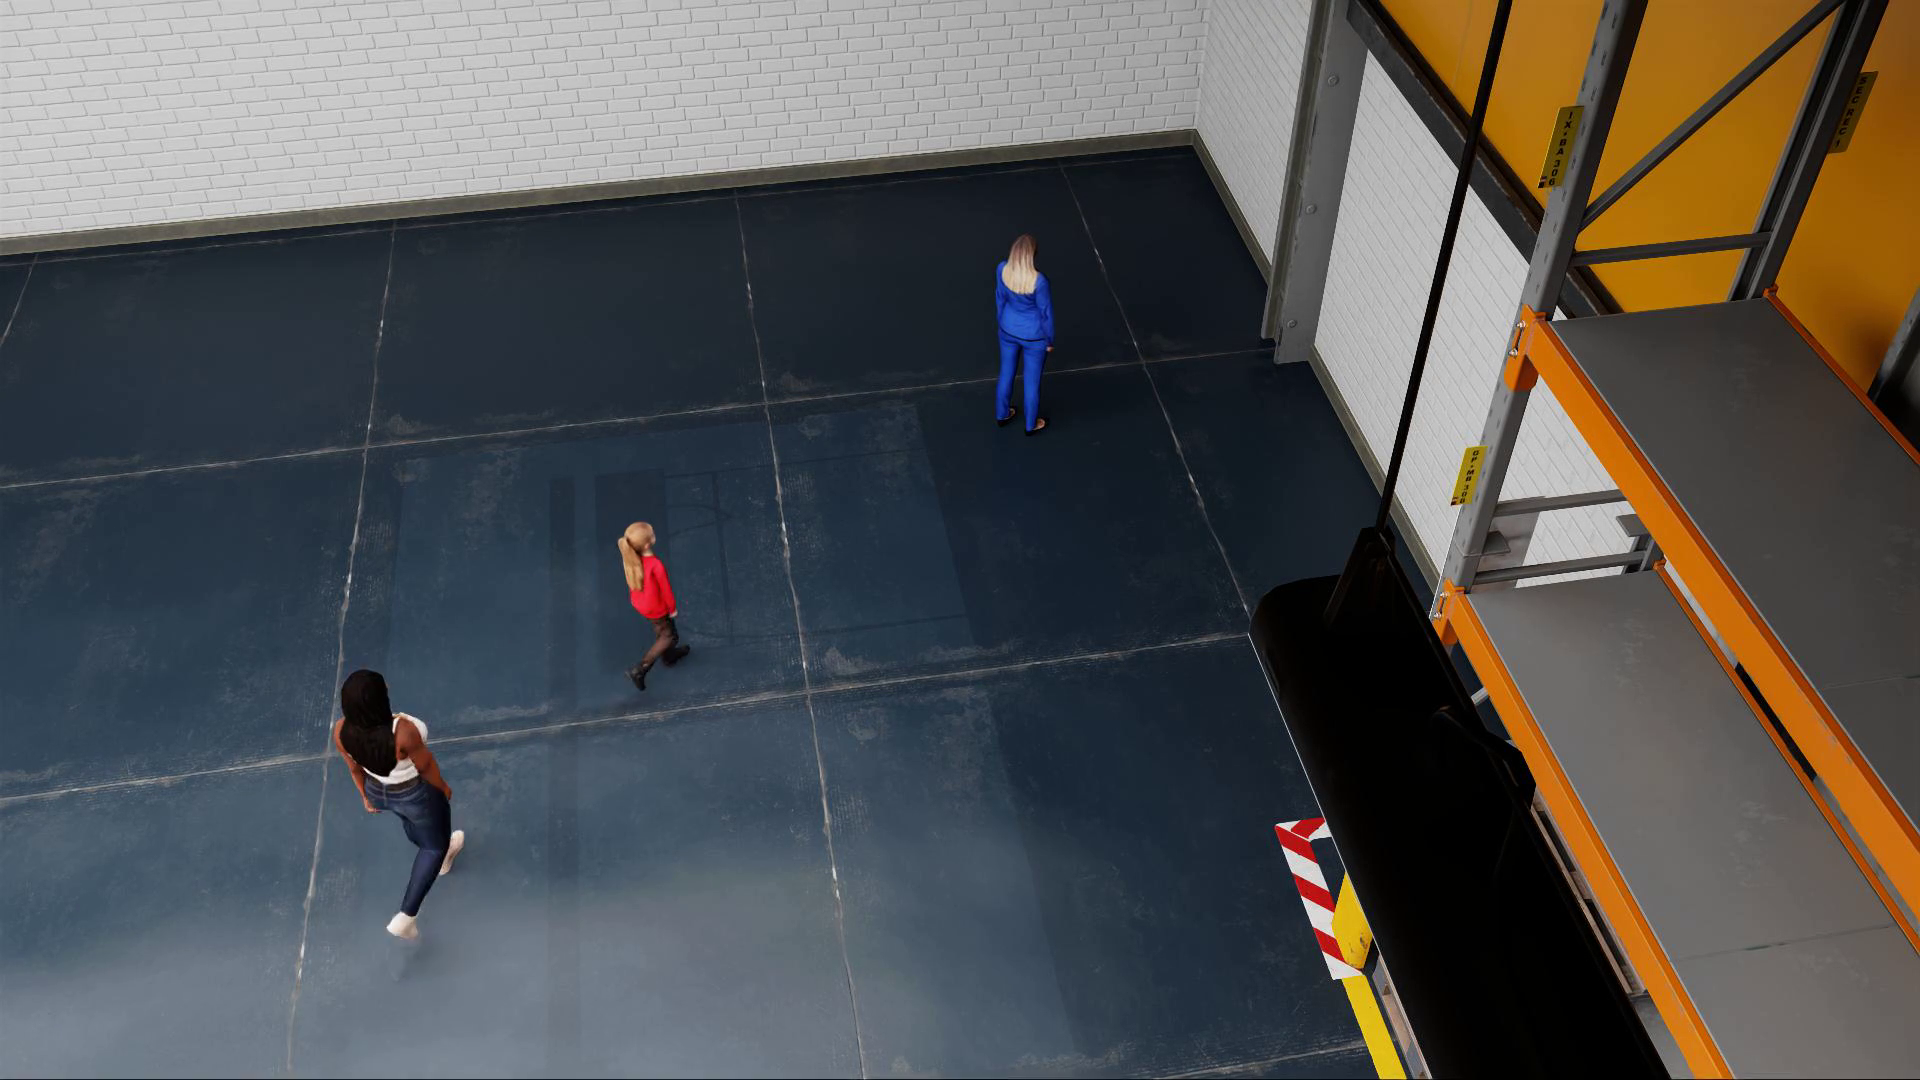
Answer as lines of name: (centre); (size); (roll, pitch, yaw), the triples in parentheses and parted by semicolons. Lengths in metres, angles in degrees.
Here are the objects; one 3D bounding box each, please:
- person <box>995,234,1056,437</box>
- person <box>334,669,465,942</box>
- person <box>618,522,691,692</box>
person: (0.455, -1.490, 12.068); (0.709, 1.701, 0.762); (24, 49, 23)
person: (-3.018, 1.426, 8.943); (0.950, 1.787, 1.184); (11, 45, 11)
person: (-1.949, 0.424, 10.370); (0.779, 1.270, 0.800); (33, 52, 29)
